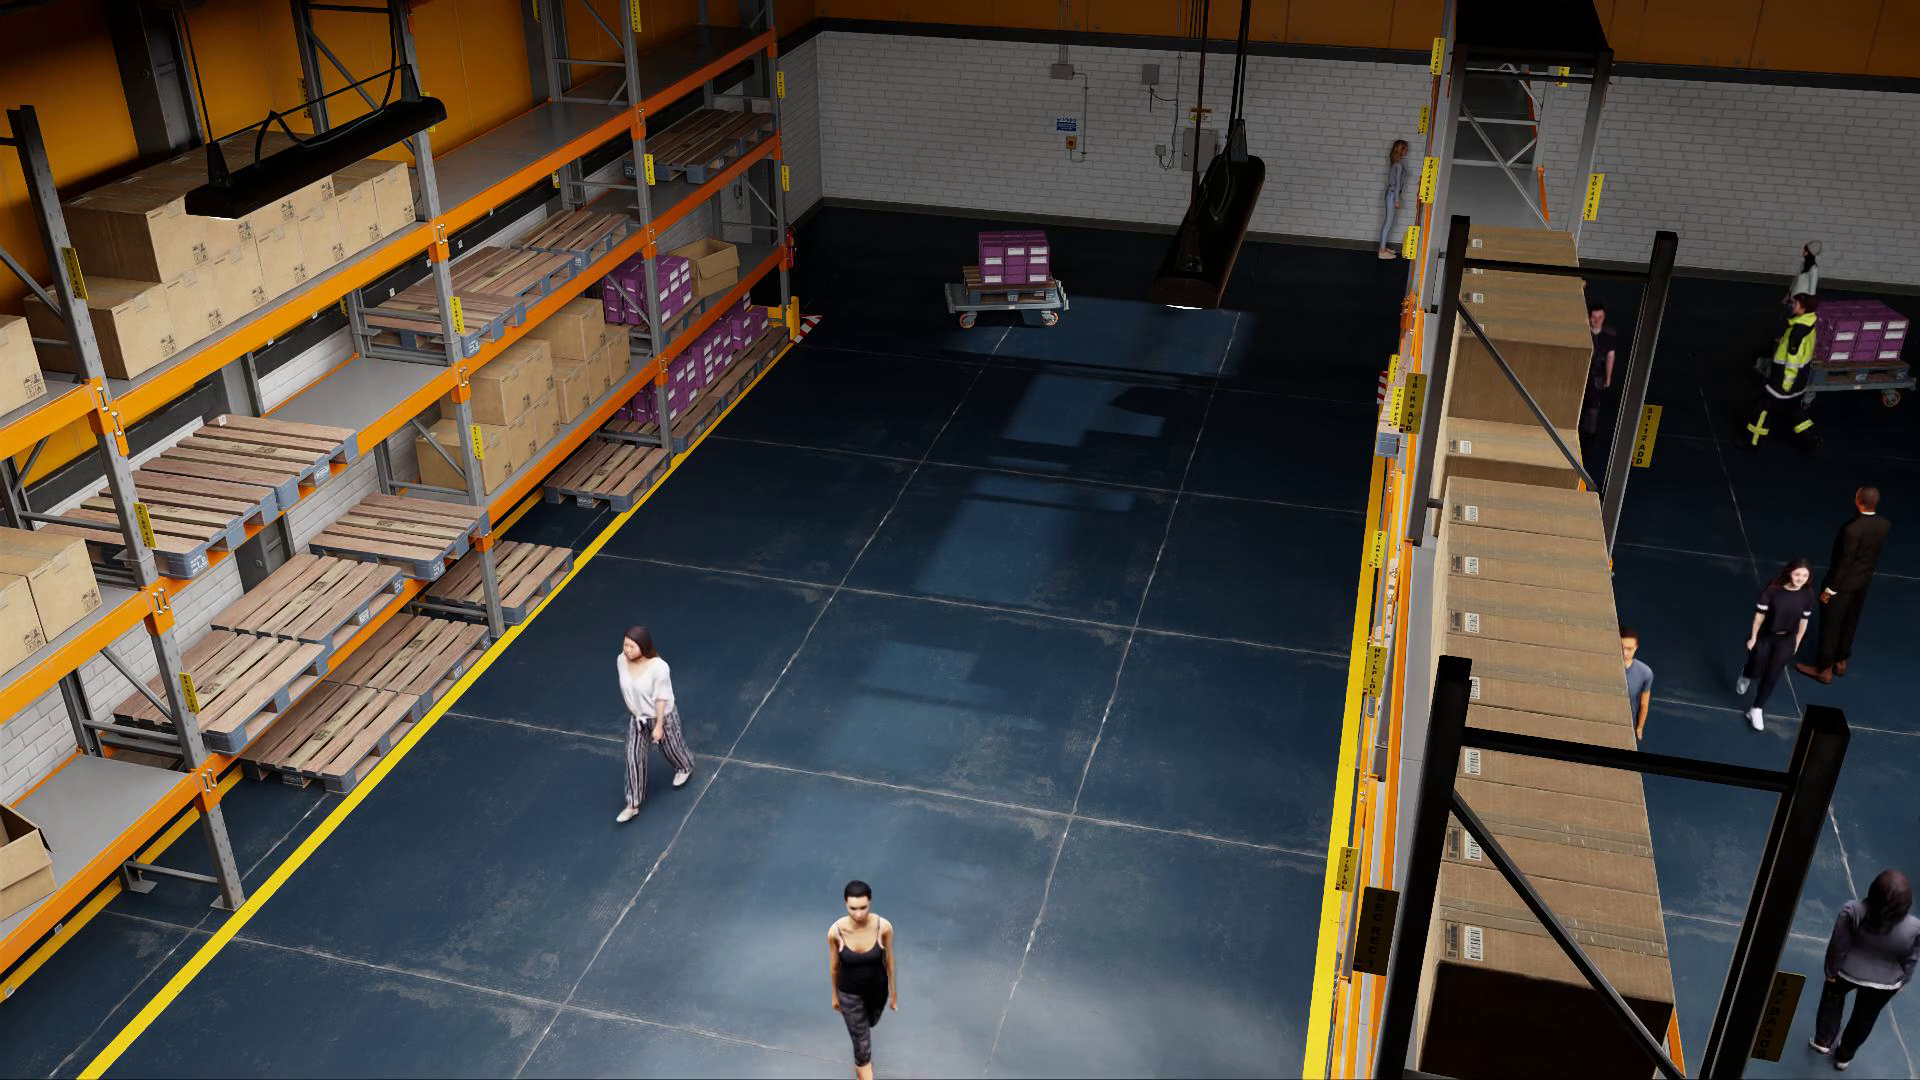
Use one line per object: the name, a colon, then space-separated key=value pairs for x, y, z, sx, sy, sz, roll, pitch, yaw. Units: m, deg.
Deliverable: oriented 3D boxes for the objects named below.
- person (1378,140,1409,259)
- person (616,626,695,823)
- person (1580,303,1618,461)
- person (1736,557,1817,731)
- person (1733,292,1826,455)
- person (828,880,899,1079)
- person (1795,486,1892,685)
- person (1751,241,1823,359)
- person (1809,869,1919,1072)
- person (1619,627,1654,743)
person: x=6.541 y=-5.165 z=25.163 sx=0.678 sy=1.795 sz=0.503 roll=3 pitch=29 yaw=5
person: x=-2.413 y=1.386 z=13.320 sx=0.812 sy=1.635 sz=1.179 roll=13 pitch=31 yaw=23
person: x=7.179 y=-1.884 z=19.146 sx=0.718 sy=1.798 sz=1.183 roll=7 pitch=29 yaw=12
person: x=7.008 y=0.824 z=14.360 sx=0.670 sy=1.627 sz=0.873 roll=4 pitch=29 yaw=7
person: x=9.521 y=-1.849 z=18.924 sx=1.113 sy=1.950 sz=1.222 roll=20 pitch=35 yaw=33
person: x=-0.614 y=2.832 z=10.615 sx=0.894 sy=1.687 sz=1.185 roll=-5 pitch=29 yaw=-9
person: x=7.940 y=0.385 z=14.875 sx=0.797 sy=1.904 sz=0.841 roll=-13 pitch=31 yaw=-23
person: x=10.959 y=-3.079 z=21.535 sx=0.672 sy=1.607 sz=1.061 roll=5 pitch=29 yaw=9
person: x=5.851 y=2.820 z=10.744 sx=0.746 sy=1.585 sz=0.755 roll=16 pitch=33 yaw=27
person: x=5.100 y=1.430 z=13.070 sx=0.662 sy=1.798 sz=0.649 roll=6 pitch=29 yaw=12
